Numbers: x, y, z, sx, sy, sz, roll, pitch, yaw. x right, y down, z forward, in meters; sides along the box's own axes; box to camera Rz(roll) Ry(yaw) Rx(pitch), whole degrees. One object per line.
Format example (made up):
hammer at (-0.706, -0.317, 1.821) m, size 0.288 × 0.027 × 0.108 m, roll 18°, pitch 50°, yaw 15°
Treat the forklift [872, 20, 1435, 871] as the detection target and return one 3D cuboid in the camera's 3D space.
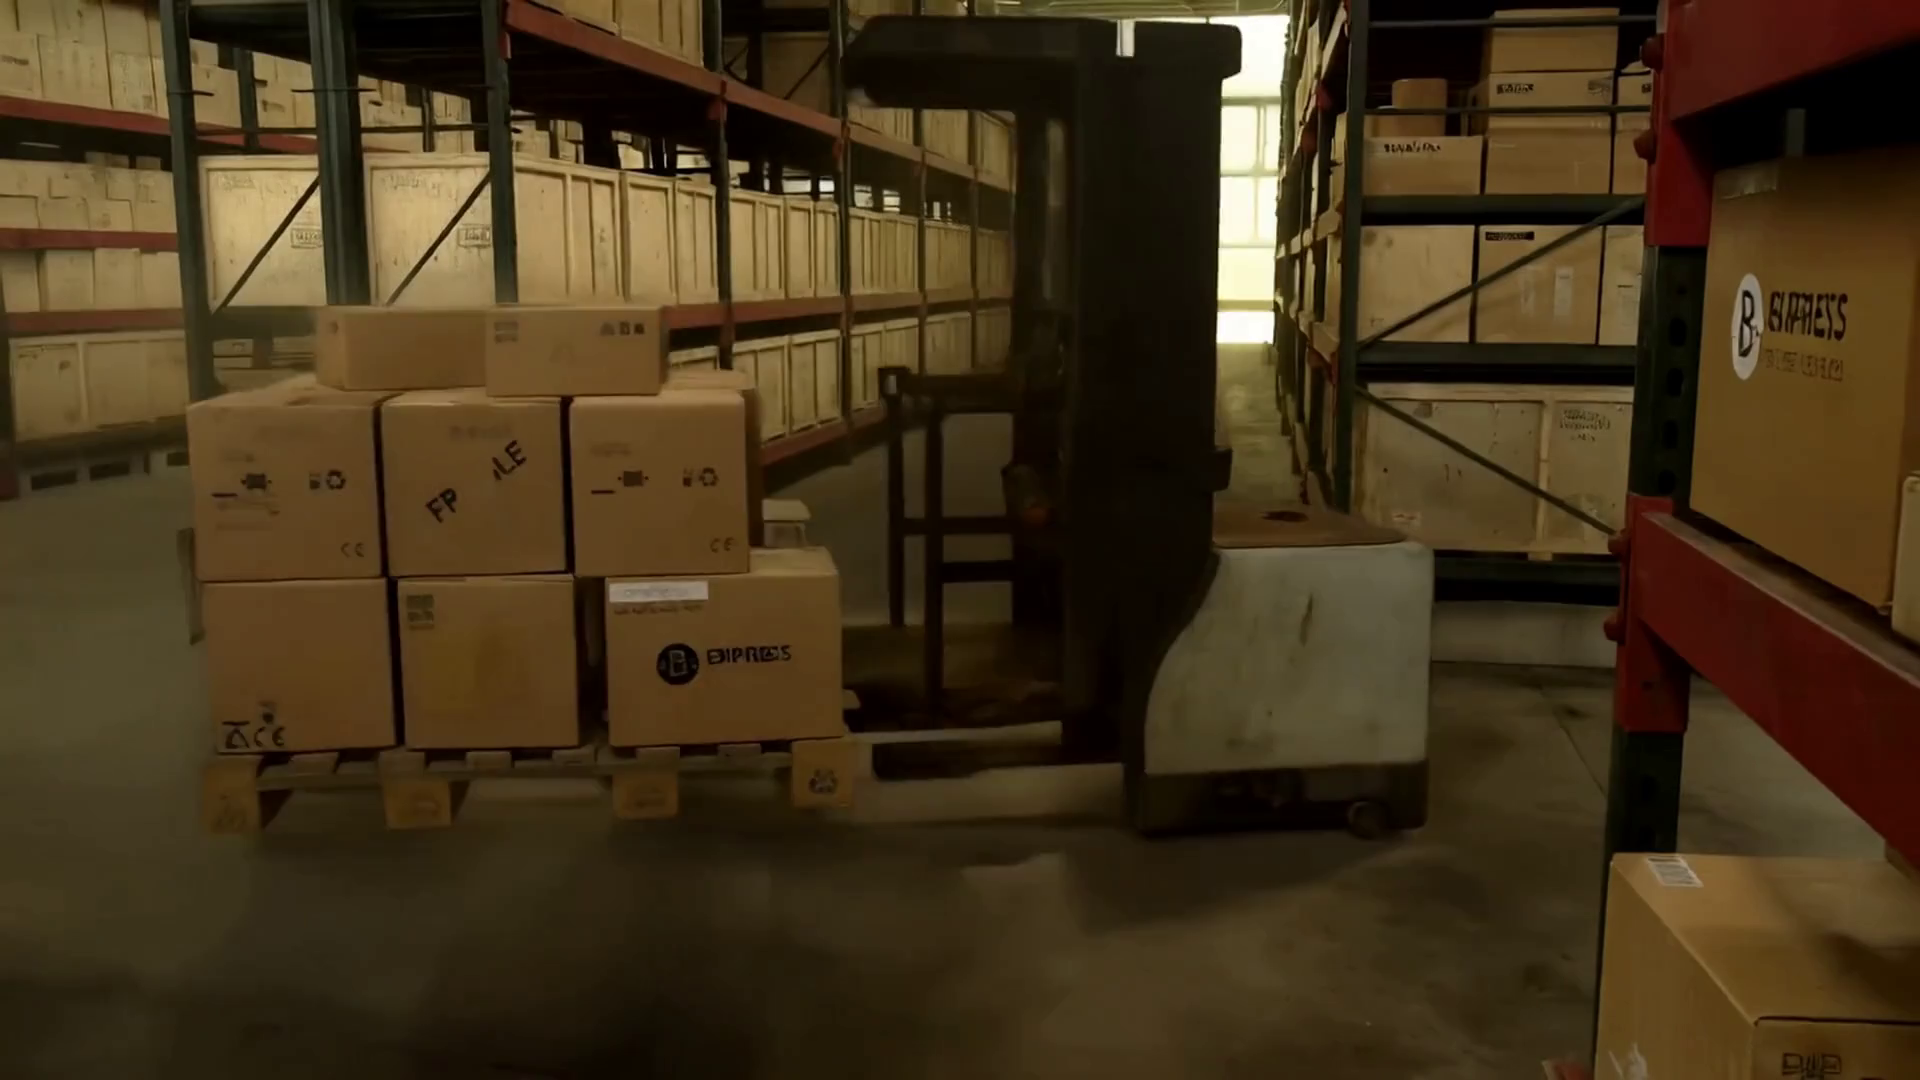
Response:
forklift at (0.668, -0.371, 5.990) m, size 1.873 × 2.768 × 1.129 m, roll -2°, pitch 9°, yaw -9°
